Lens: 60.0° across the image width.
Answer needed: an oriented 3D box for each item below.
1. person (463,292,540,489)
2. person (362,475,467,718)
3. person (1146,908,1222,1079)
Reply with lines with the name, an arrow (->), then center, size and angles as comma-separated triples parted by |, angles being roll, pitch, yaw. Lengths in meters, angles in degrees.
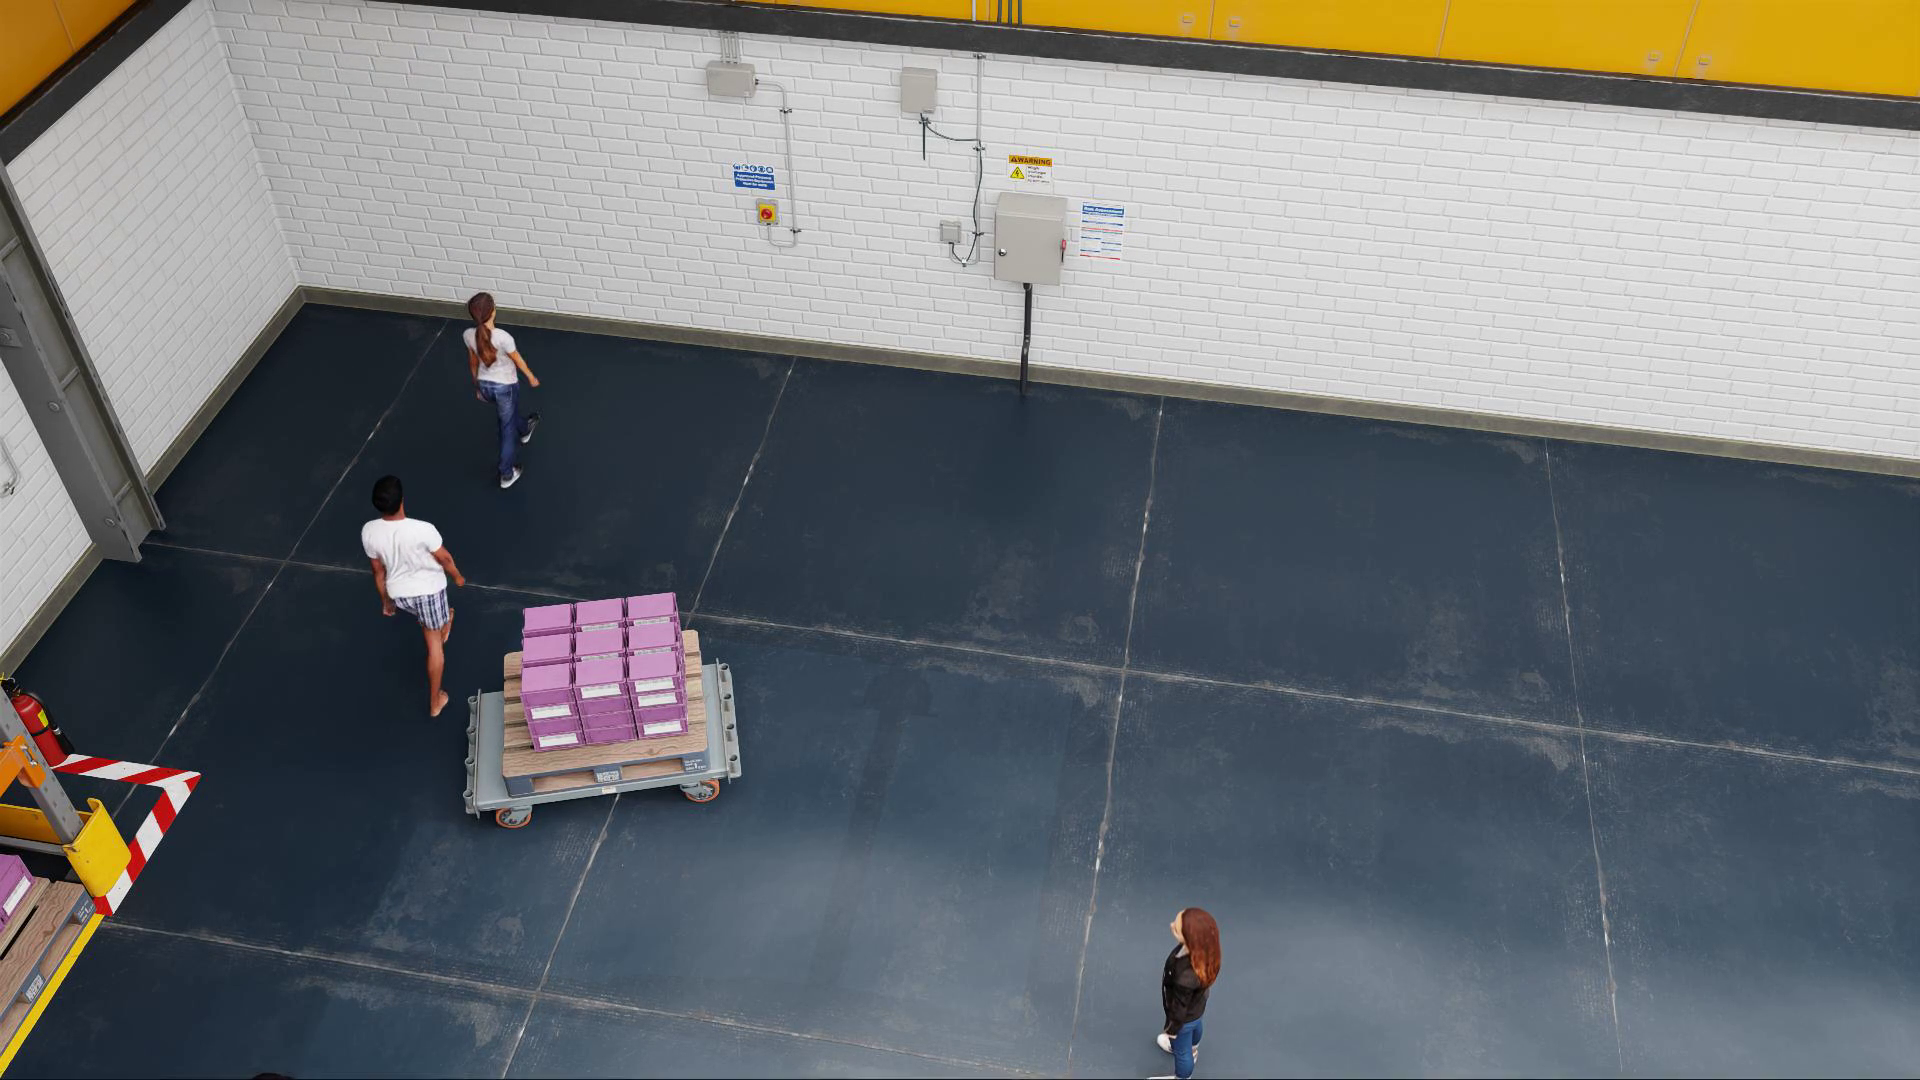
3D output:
person -> -3.353, -1.051, 12.020 | 0.642, 1.523, 1.017 | 14, 45, 14
person -> -3.403, 0.381, 10.393 | 0.685, 1.692, 1.139 | 3, 44, 4
person -> 1.166, 2.341, 8.490 | 0.640, 1.480, 0.470 | 13, 45, 13
